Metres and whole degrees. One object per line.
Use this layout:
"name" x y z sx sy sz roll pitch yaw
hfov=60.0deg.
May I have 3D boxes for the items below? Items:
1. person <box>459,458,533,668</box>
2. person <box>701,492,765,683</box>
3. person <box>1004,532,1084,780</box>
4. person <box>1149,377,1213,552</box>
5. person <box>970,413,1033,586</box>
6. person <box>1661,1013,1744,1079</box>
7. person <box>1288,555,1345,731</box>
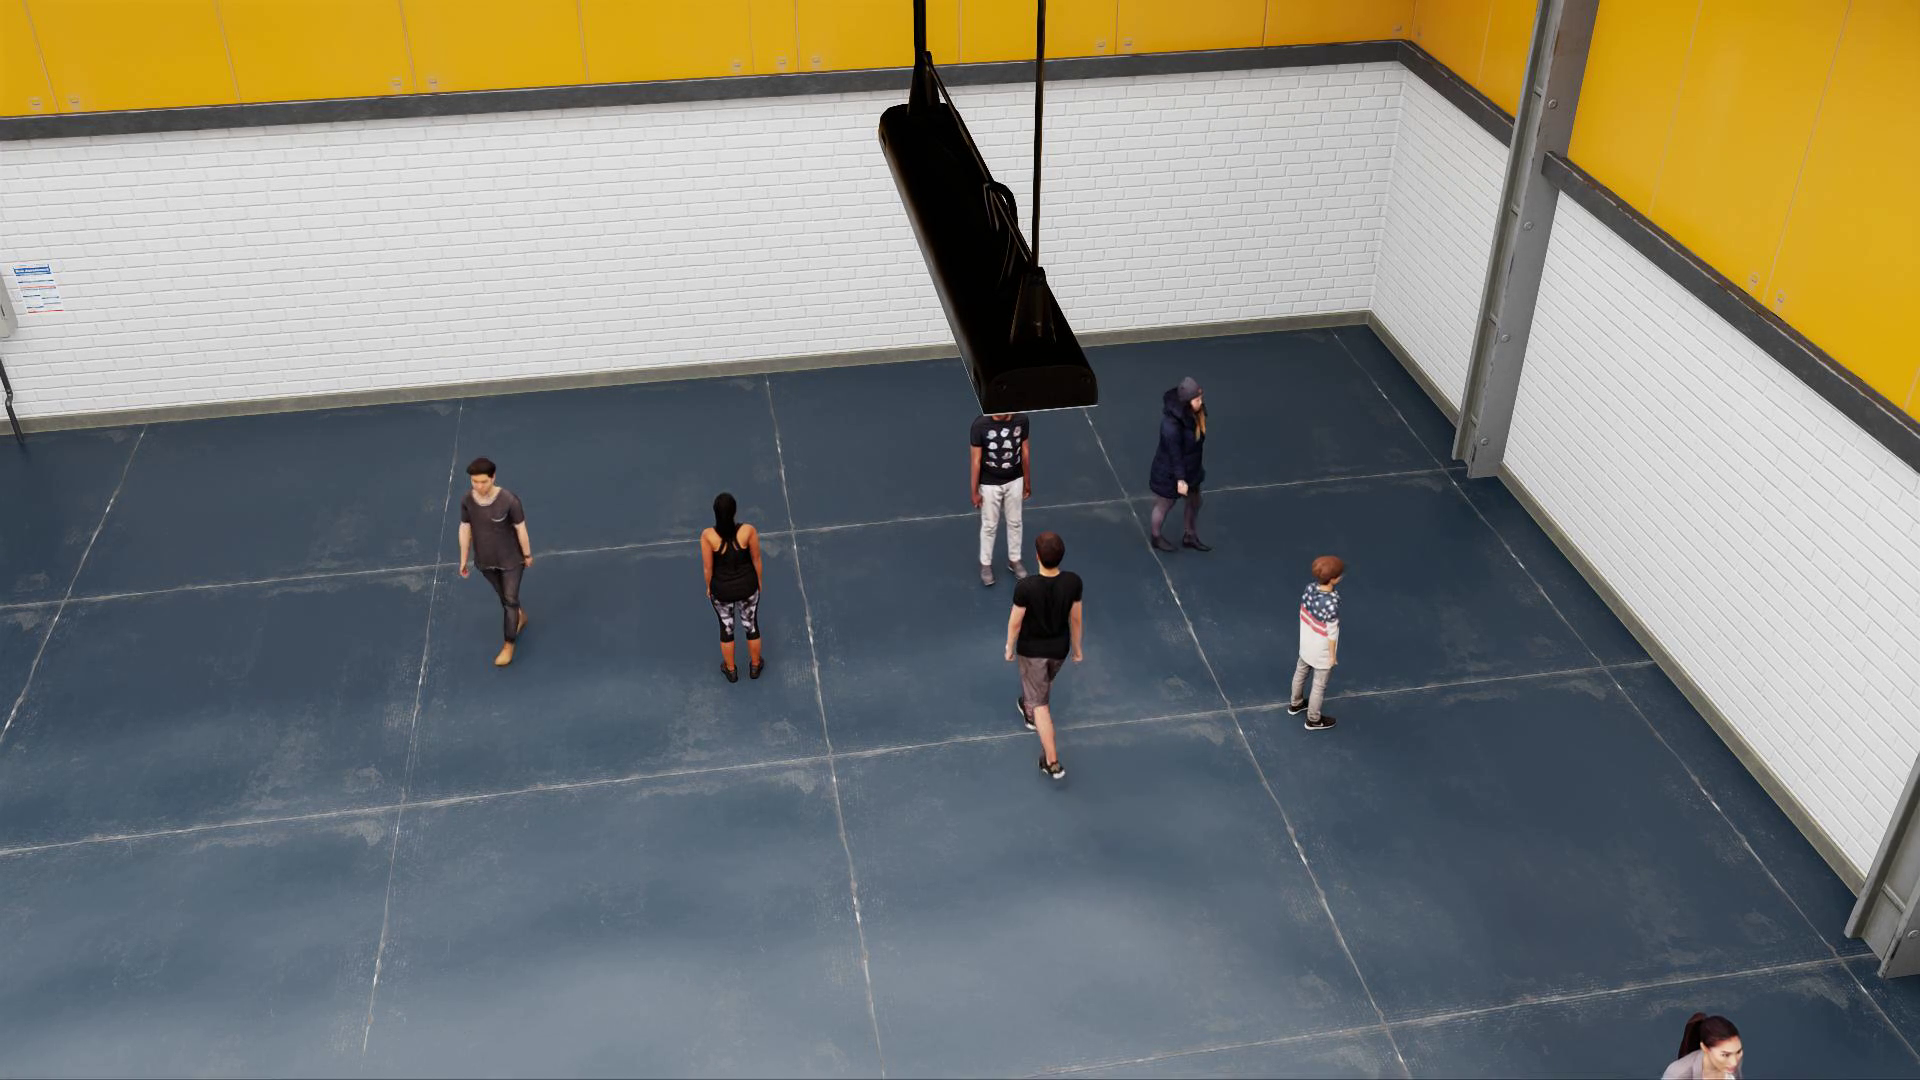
"person" -3.502 0.058 12.722 0.869 1.683 1.069 8 34 12
"person" -1.676 0.337 12.330 0.579 1.653 0.522 -7 34 -10
"person" 0.596 0.809 11.465 0.814 1.825 1.228 -11 35 -16
"person" 1.719 -0.616 13.755 0.922 1.662 0.862 22 40 30
"person" 0.325 -0.477 13.420 0.684 1.801 0.643 -9 35 -14
"person" 3.618 2.981 8.330 0.672 1.678 0.654 -13 36 -18
"person" 2.576 0.716 11.951 0.628 1.440 0.506 -16 37 -22
